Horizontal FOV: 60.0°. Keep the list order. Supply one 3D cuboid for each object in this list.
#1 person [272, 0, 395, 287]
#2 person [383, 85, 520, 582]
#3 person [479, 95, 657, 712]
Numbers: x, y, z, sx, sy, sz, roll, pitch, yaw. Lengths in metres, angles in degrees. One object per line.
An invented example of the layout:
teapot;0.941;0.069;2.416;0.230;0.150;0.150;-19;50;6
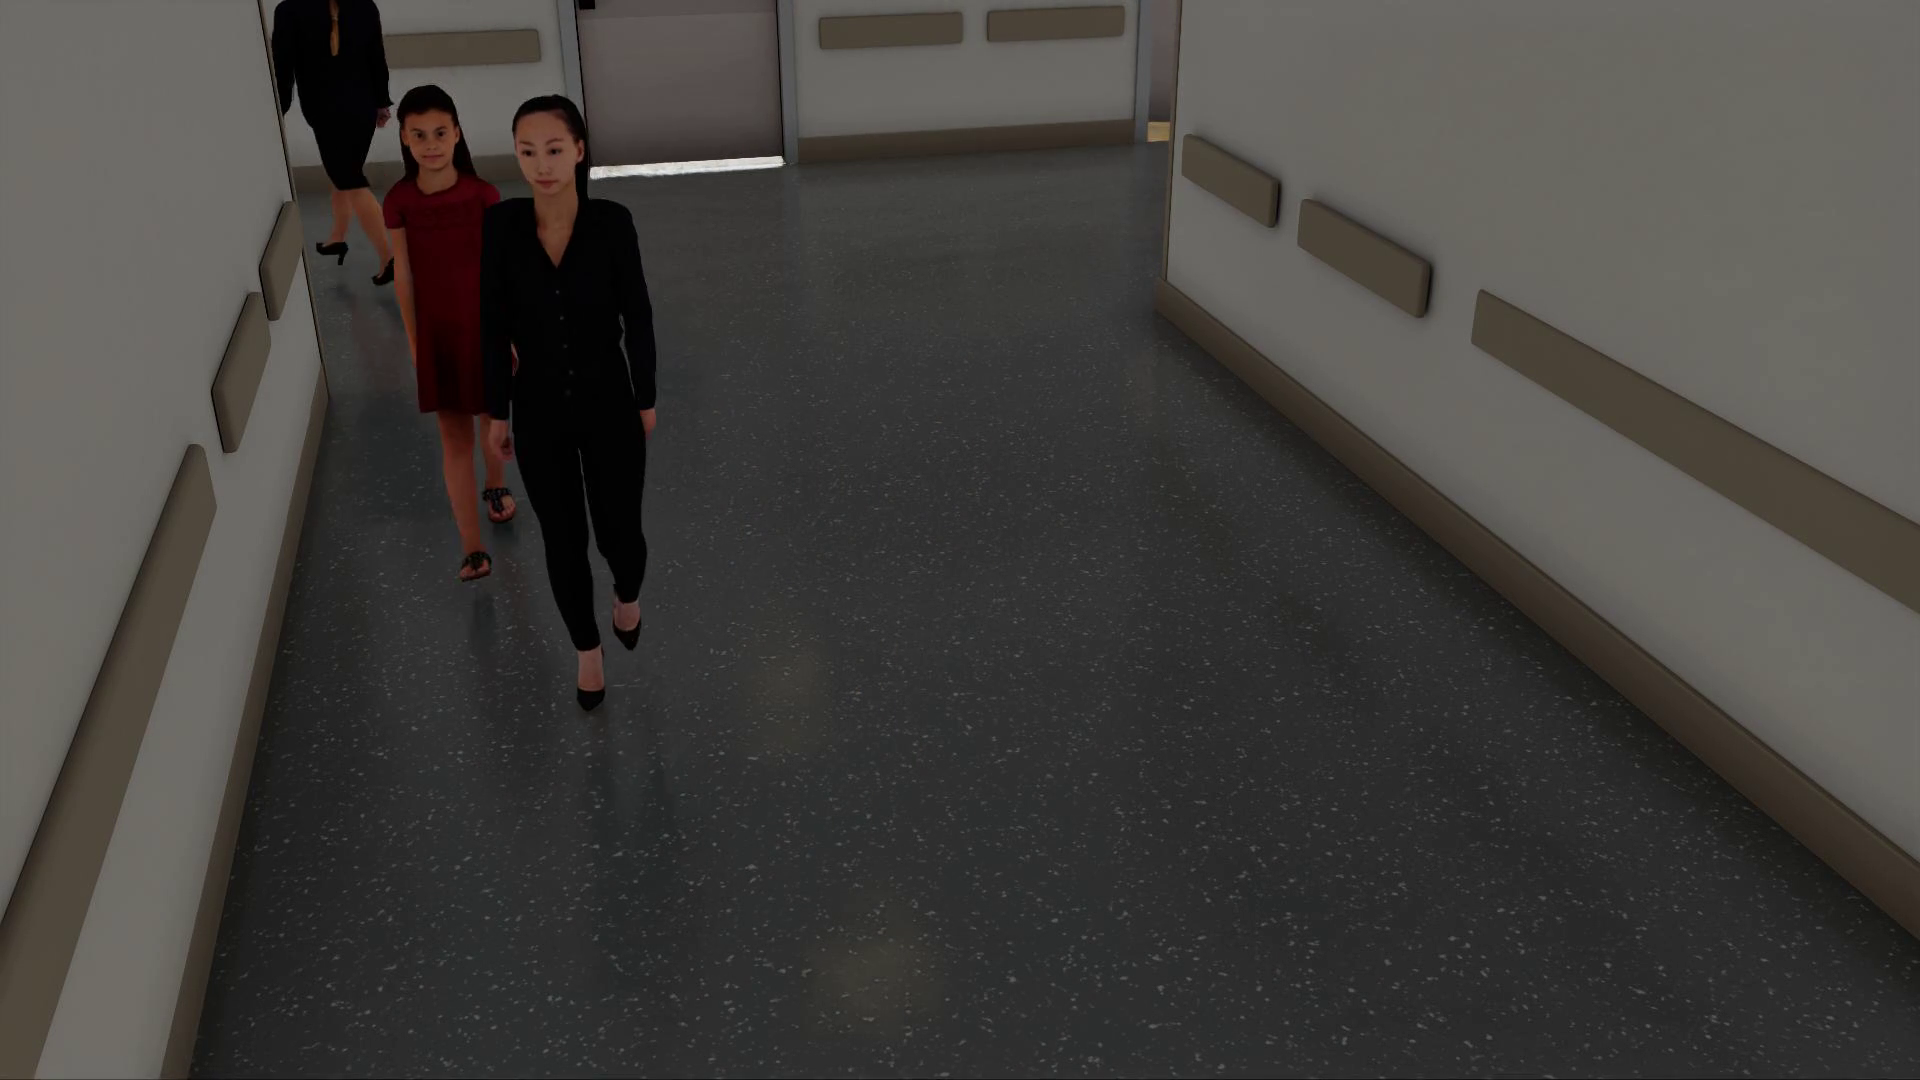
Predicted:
person;-2.950;-2.008;8.000;1.126;1.631;1.118;19;32;34
person;-1.598;-0.684;5.401;1.006;1.505;0.616;-8;27;-15
person;-1.026;-0.340;4.461;0.647;1.700;0.708;-2;26;-4
